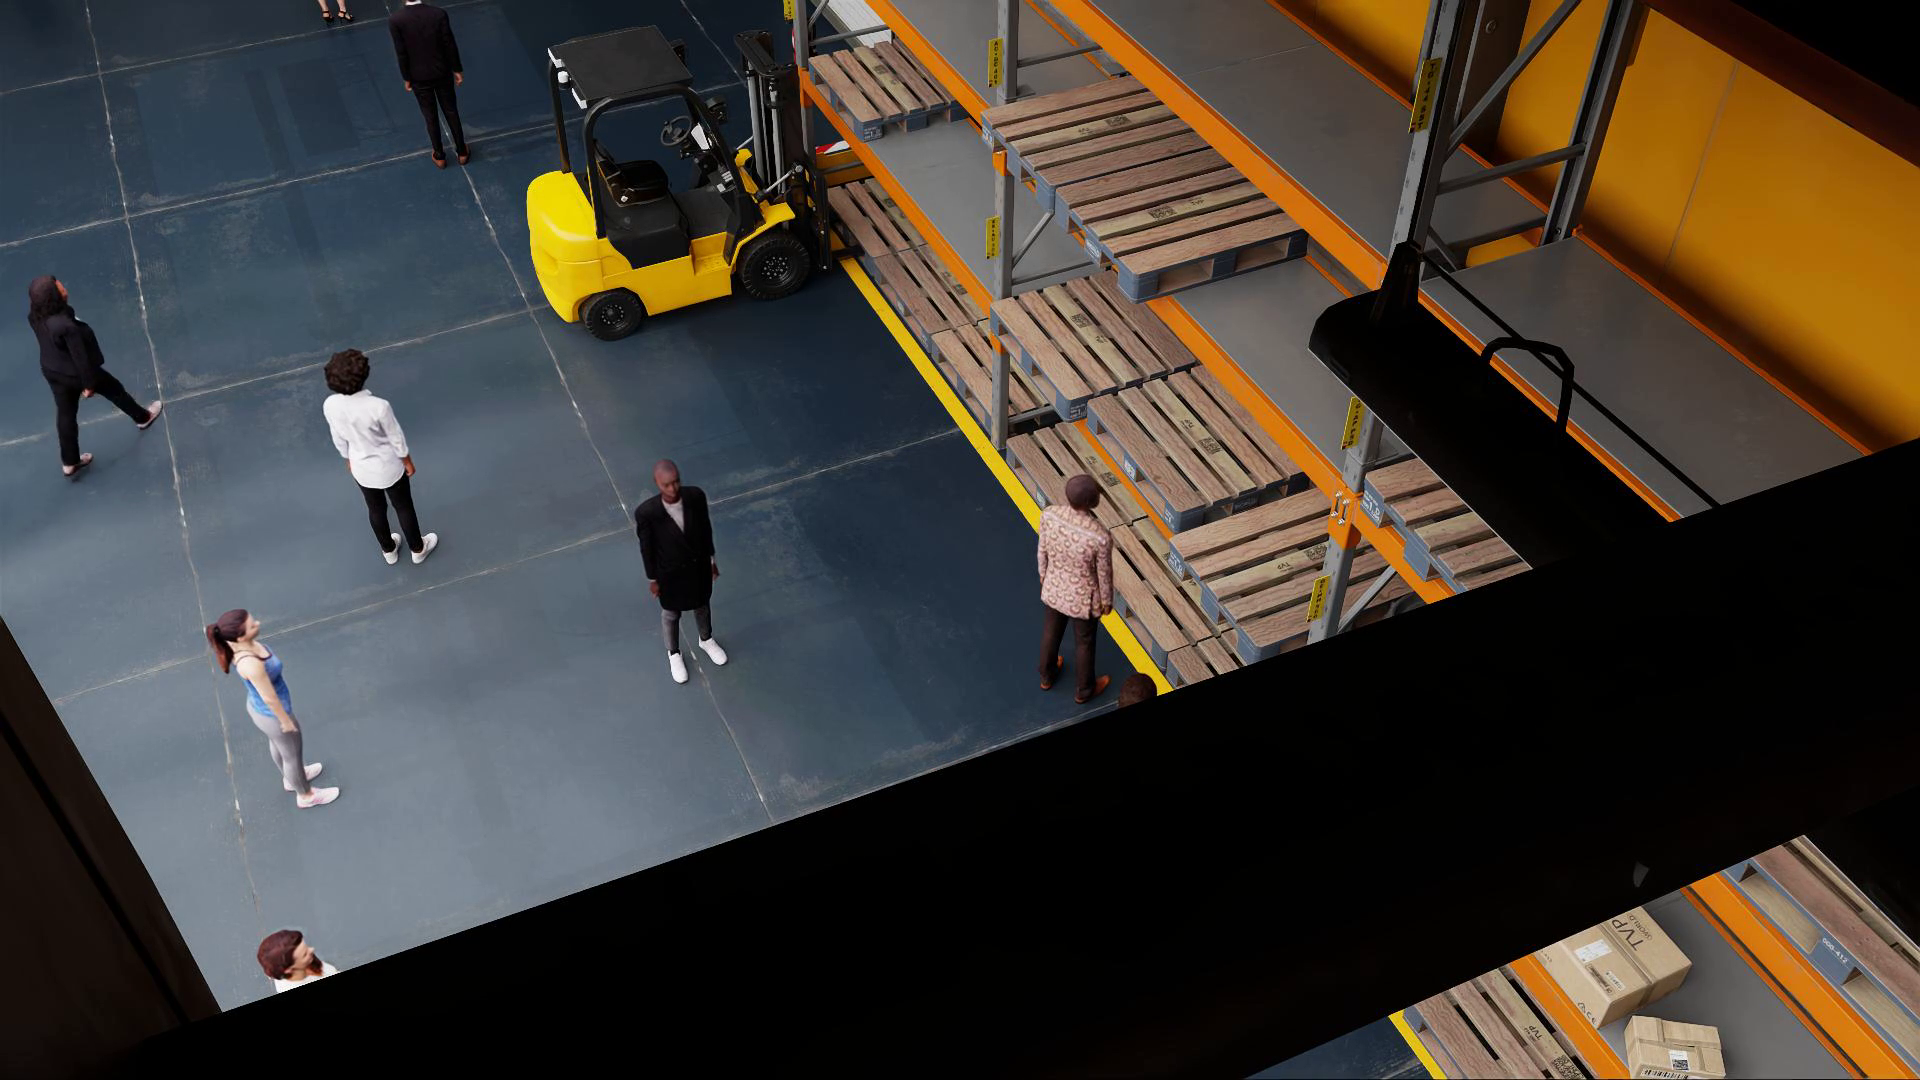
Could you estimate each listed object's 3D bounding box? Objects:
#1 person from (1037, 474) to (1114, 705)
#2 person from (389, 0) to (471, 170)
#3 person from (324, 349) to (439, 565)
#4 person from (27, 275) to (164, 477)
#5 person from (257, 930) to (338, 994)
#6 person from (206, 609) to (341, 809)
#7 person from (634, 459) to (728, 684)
[{"bbox_3d":[0.720,0.312,10.549,0.717,1.807,0.837,25,49,24],"label":"person"},{"bbox_3d":[-4.899,-4.330,15.366,0.709,1.884,0.548,-15,46,-15],"label":"person"},{"bbox_3d":[-4.020,-0.549,11.451,0.717,1.810,0.724,2,44,2],"label":"person"},{"bbox_3d":[-6.609,-1.183,12.295,1.139,1.564,1.166,17,46,17],"label":"person"},{"bbox_3d":[-3.132,2.500,8.262,0.689,1.795,0.492,-24,49,-23],"label":"person"},{"bbox_3d":[-4.129,1.001,9.969,0.665,1.610,0.535,-27,50,-25],"label":"person"},{"bbox_3d":[-1.805,0.162,10.740,0.664,1.762,0.583,-23,48,-23],"label":"person"}]
